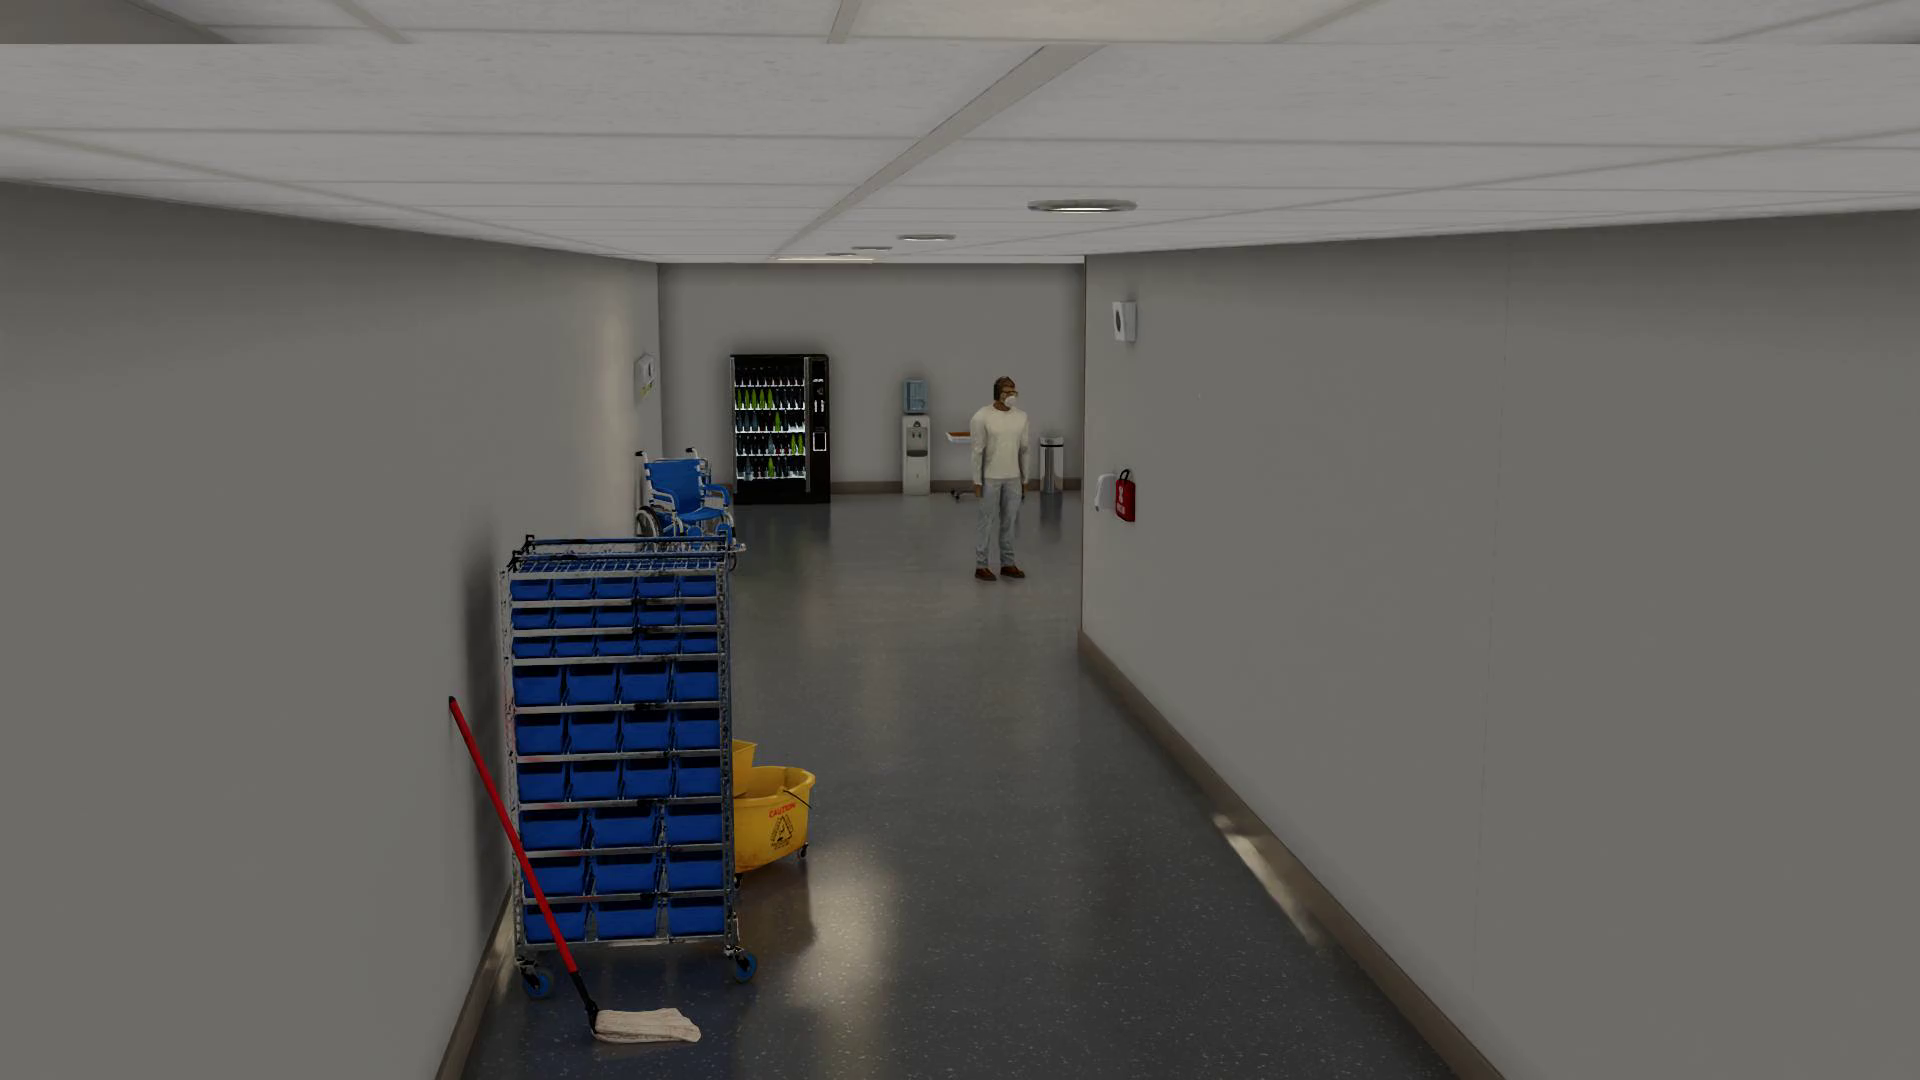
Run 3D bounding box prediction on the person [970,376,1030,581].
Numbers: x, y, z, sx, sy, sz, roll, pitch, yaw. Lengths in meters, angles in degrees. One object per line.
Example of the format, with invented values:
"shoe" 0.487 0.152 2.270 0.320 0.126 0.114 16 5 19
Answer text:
"person" 0.379 -0.577 15.680 0.628 1.932 0.372 -5 10 -30
